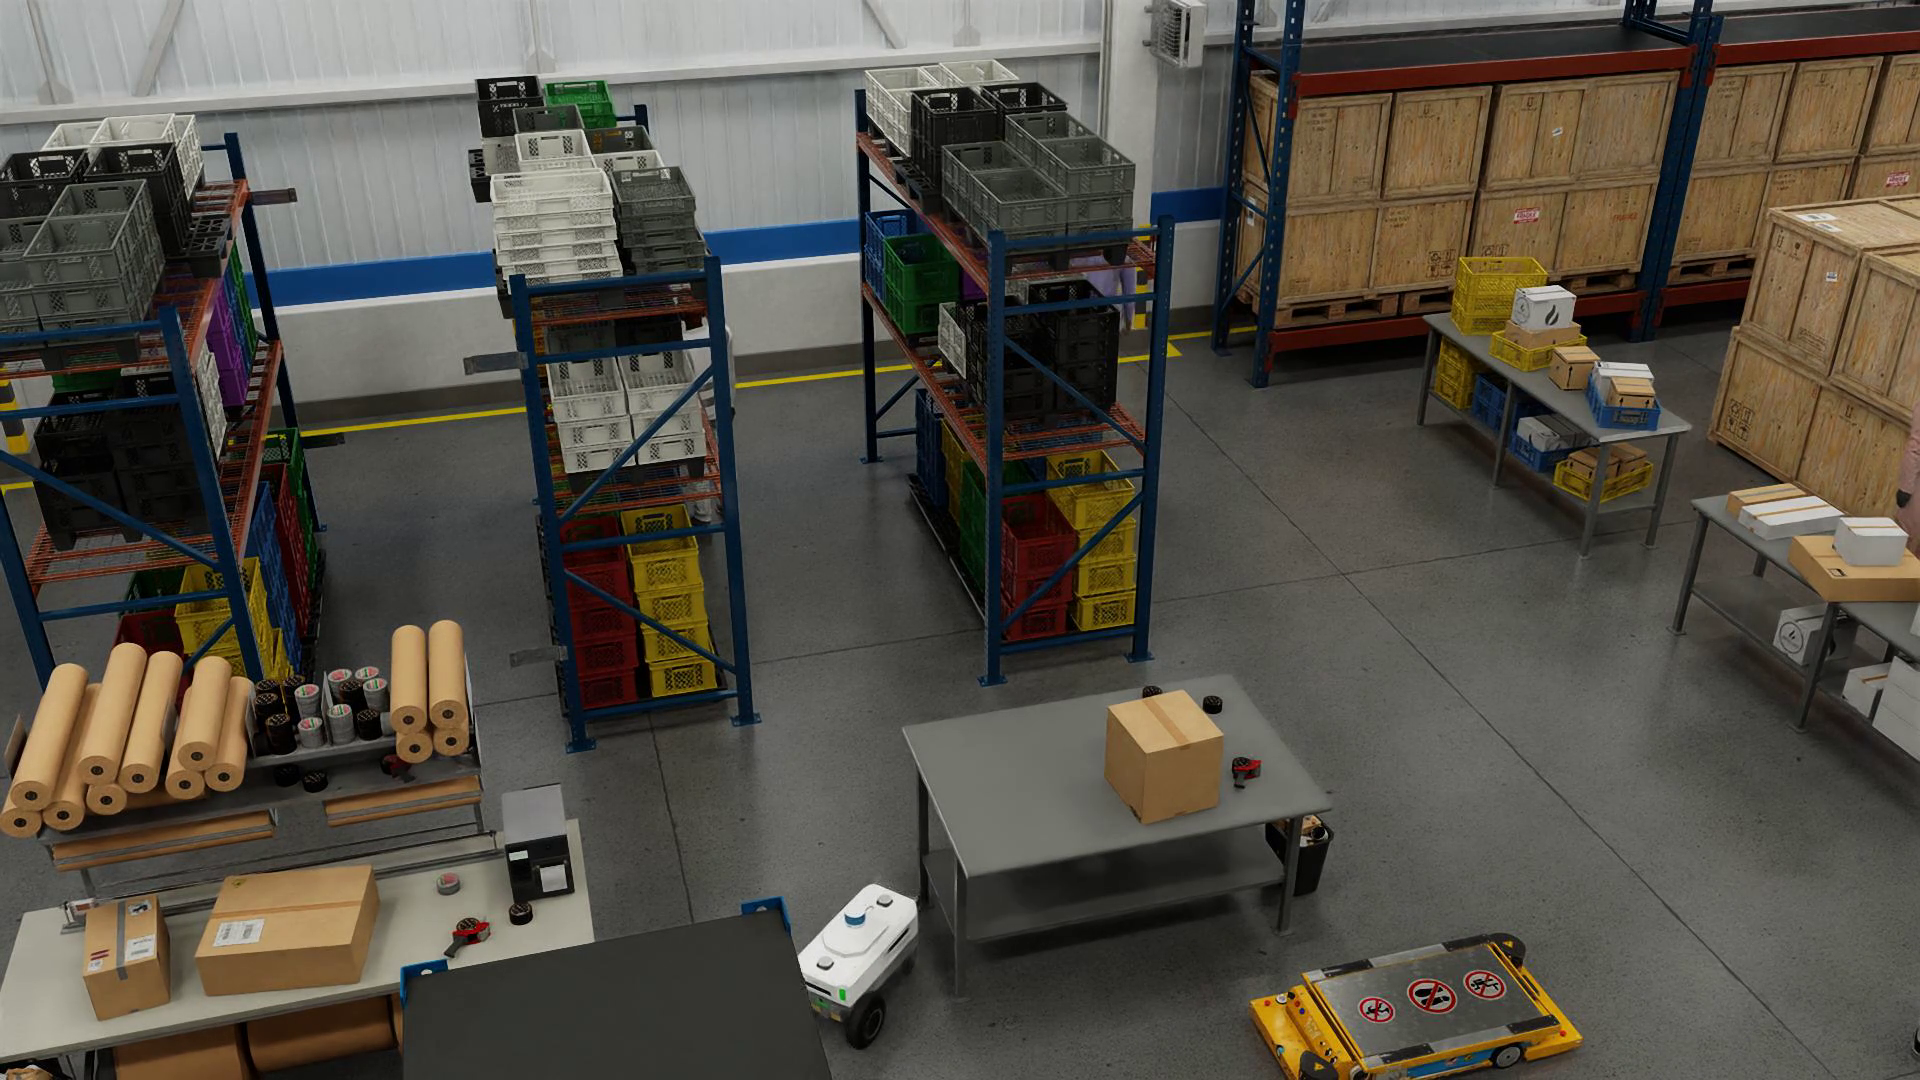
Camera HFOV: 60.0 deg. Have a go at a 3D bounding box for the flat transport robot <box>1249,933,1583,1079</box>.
[{"bbox_3d":[2.184,2.282,7.980,1.431,0.197,0.652,-8,30,-14],"label":"flat transport robot"}]

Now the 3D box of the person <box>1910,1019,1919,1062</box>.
[{"bbox_3d":[4.727,1.678,7.466,0.404,1.836,0.597,-25,38,-38],"label":"person"}]

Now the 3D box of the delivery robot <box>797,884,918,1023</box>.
[{"bbox_3d":[-0.505,1.991,8.124,0.477,0.478,0.707,16,33,27],"label":"delivery robot"}]

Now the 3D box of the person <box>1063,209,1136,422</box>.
[{"bbox_3d":[1.115,-1.888,13.919,0.673,1.886,1.032,9,30,16],"label":"person"}]

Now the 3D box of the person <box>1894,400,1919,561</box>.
[{"bbox_3d":[6.597,-0.373,11.130,0.643,1.905,0.400,-3,29,-5],"label":"person"}]

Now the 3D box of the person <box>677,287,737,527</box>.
[{"bbox_3d":[-1.890,-0.946,12.197,0.573,1.880,0.353,-23,36,-35],"label":"person"}]
